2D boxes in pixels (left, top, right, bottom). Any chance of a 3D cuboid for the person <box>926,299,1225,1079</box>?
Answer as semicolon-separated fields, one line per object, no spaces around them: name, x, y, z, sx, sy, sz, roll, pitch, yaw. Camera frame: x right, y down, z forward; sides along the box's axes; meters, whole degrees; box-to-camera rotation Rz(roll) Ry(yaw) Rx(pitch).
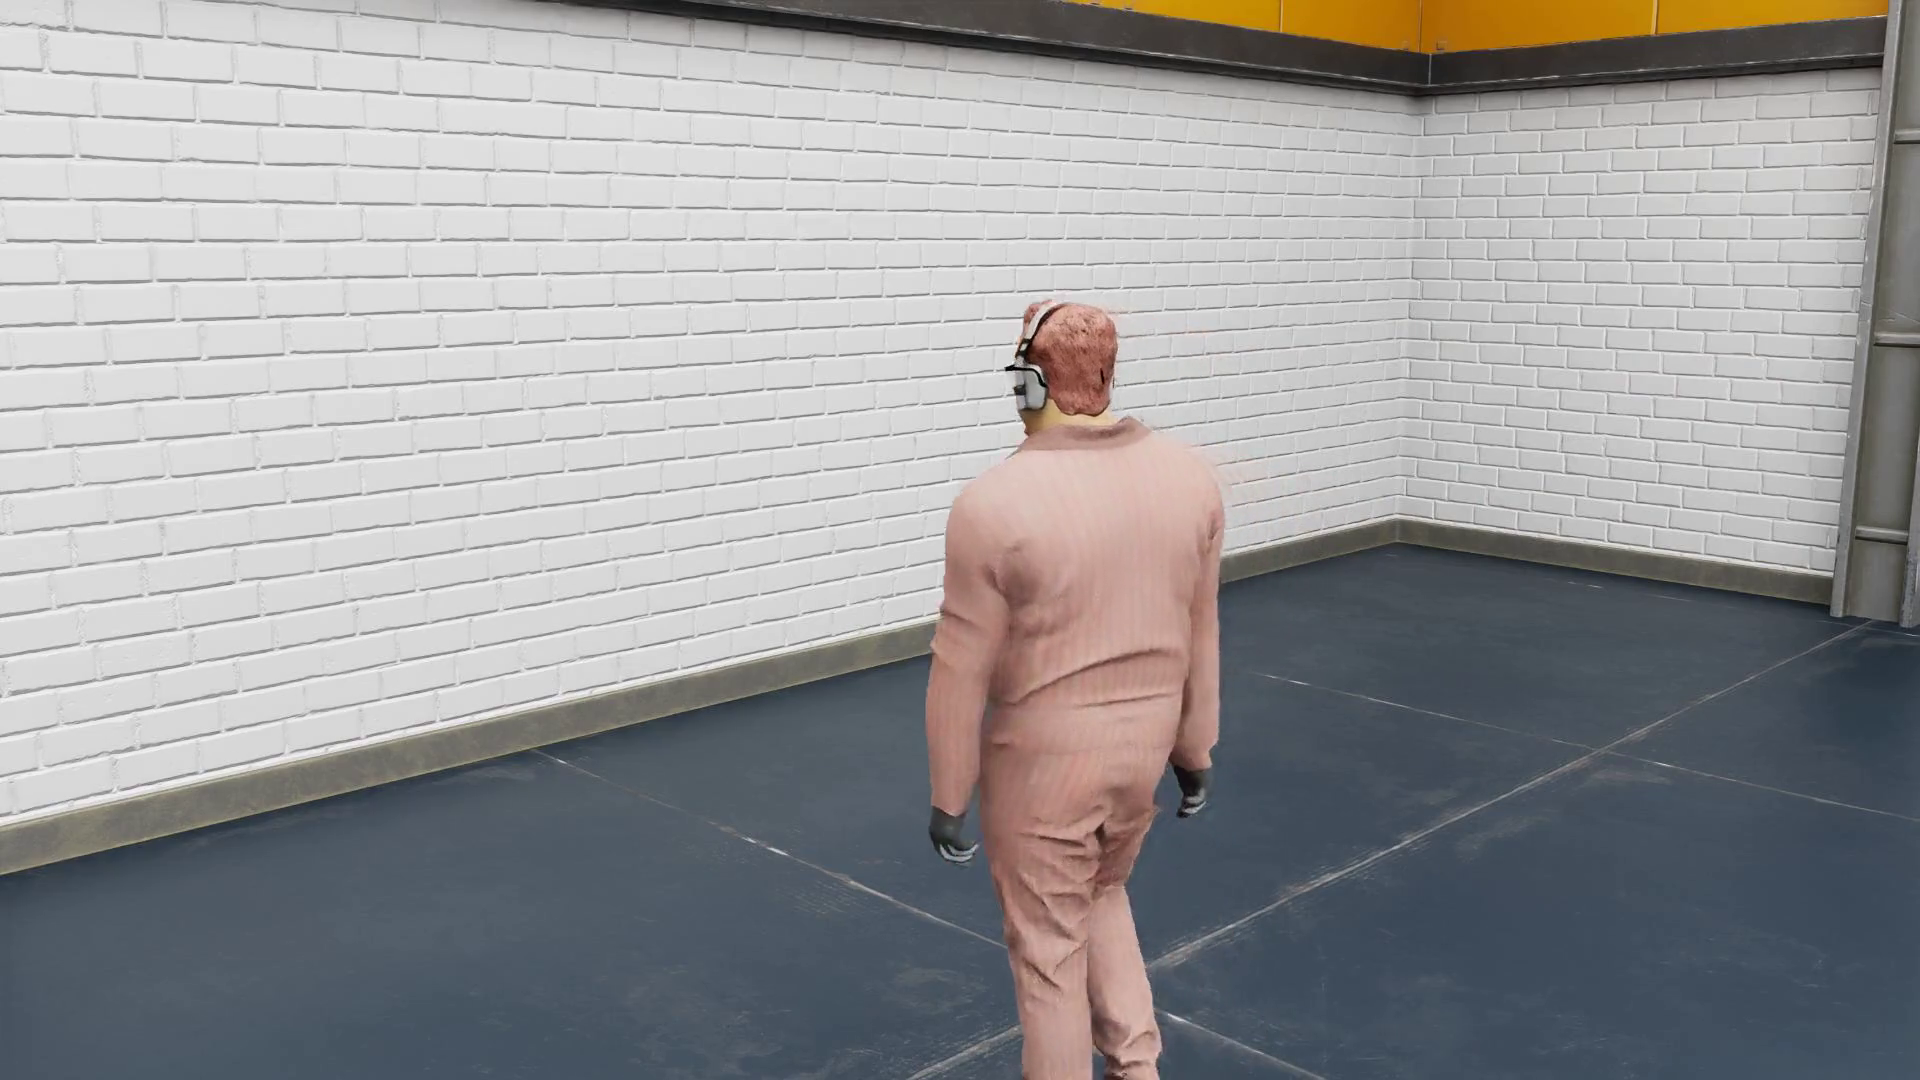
person;0.217;0.452;3.474;0.676;1.891;0.432;-7;12;-33
